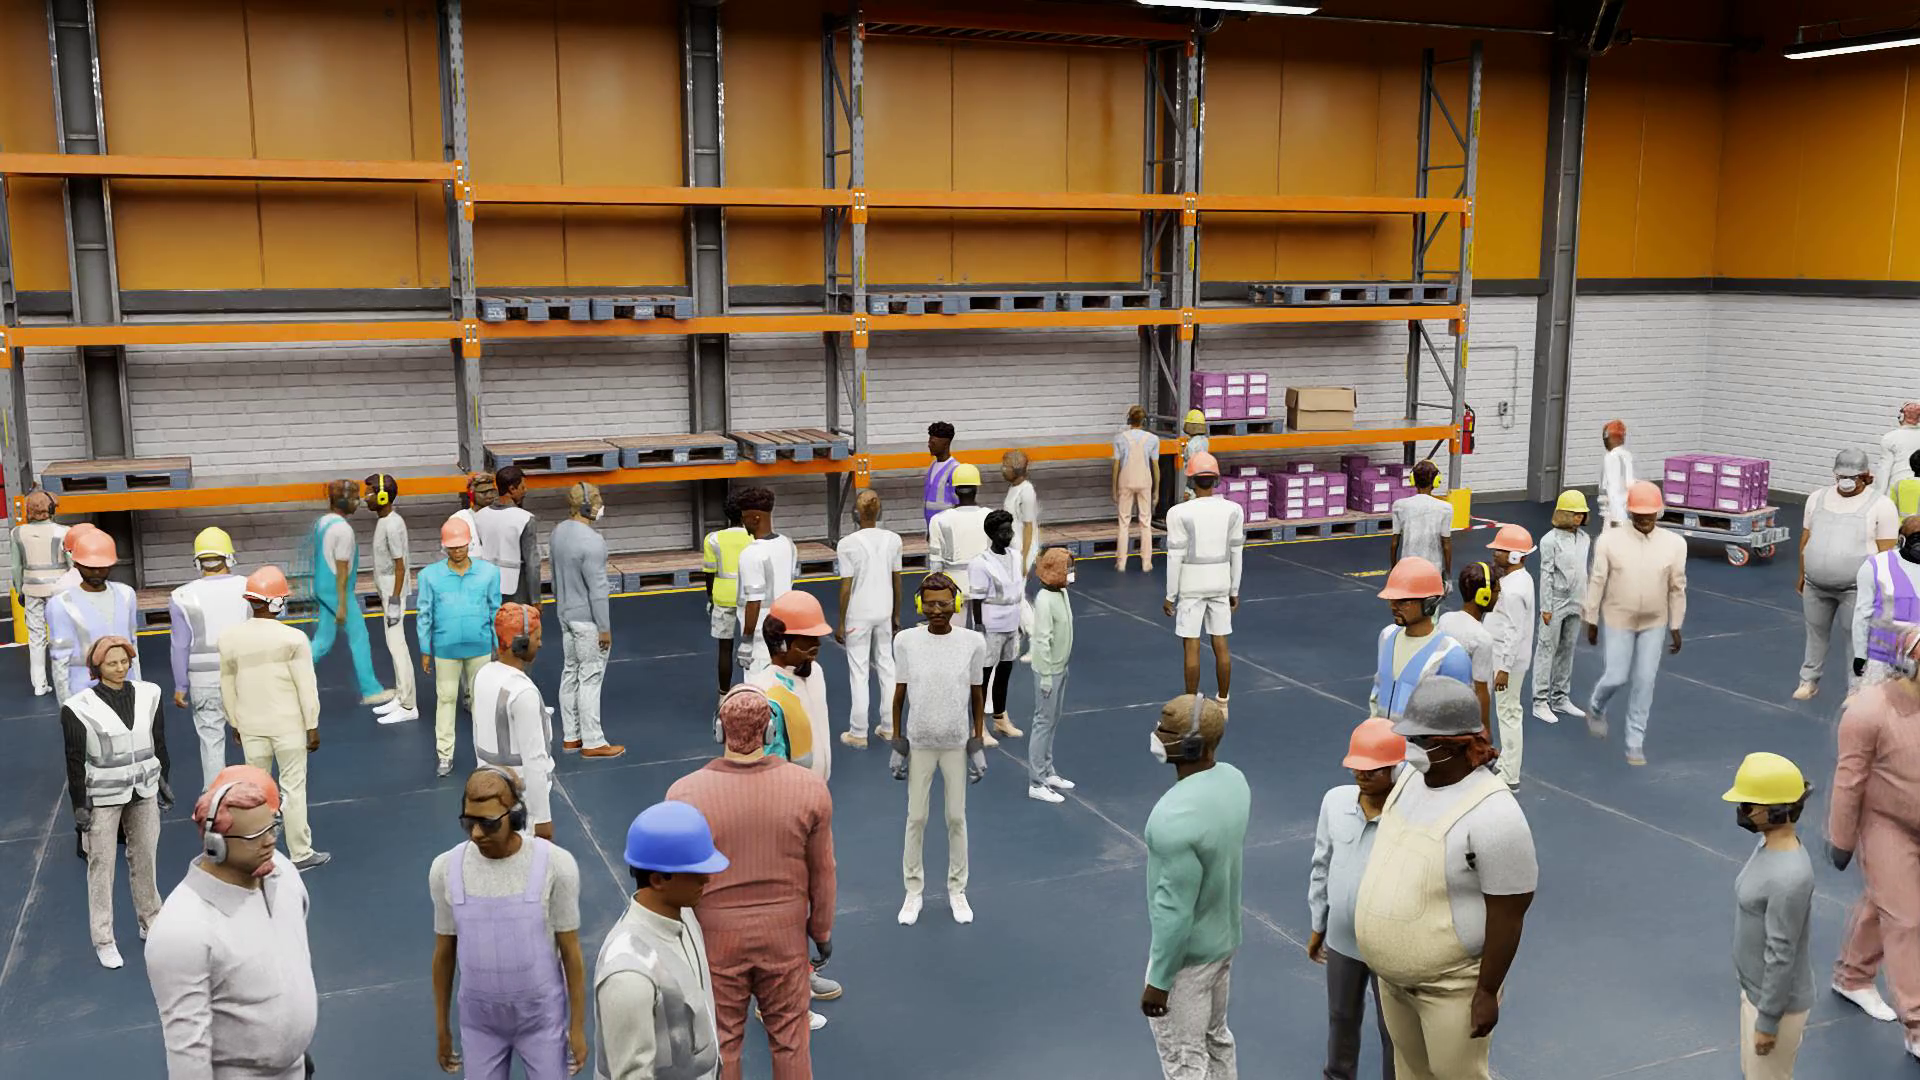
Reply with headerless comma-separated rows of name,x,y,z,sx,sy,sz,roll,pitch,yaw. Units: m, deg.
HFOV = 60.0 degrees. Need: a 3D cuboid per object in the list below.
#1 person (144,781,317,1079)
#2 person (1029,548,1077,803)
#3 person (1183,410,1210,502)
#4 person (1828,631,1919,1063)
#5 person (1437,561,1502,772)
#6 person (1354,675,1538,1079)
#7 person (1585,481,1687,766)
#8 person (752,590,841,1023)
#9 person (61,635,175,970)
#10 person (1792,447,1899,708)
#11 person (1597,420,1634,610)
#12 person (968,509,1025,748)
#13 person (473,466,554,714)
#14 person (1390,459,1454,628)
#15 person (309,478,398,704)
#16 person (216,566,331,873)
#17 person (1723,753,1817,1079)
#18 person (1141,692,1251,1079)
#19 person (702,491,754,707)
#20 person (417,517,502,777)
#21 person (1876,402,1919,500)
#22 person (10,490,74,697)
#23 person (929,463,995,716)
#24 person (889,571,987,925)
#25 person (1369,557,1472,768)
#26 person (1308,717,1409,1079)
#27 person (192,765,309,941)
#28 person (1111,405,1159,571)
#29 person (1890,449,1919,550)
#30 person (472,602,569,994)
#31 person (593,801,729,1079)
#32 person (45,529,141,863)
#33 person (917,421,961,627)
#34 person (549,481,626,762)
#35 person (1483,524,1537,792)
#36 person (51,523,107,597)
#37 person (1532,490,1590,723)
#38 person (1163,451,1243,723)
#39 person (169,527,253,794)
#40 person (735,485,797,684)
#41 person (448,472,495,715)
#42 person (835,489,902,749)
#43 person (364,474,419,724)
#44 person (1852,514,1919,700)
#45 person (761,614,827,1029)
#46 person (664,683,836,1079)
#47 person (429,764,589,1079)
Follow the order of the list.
person,-2.196,1.671,5.175,0.400,1.907,0.644,1,10,6
person,0.600,0.849,10.691,0.268,1.632,0.507,3,10,17
person,2.627,-0.595,18.696,0.296,1.745,0.485,5,11,27
person,4.240,1.323,7.283,0.658,1.860,0.954,-2,10,-14
person,2.744,1.030,9.022,0.341,1.857,0.521,-2,10,-11
person,1.668,1.472,5.930,0.536,2.000,0.688,-3,10,-17
person,4.653,0.547,11.506,0.620,1.971,0.607,2,10,9
person,-0.750,1.206,7.599,0.395,1.992,0.622,4,10,20
person,-4.153,1.272,8.237,0.308,1.641,0.514,6,12,32
person,6.779,0.275,12.828,0.535,2.000,0.682,-8,12,-38
person,6.454,-0.240,16.341,0.434,1.855,0.723,7,12,35
person,0.272,0.618,11.843,0.316,1.695,0.541,8,13,39
person,-3.384,0.400,12.477,0.590,1.913,0.398,5,11,28
person,3.698,0.282,13.323,0.509,1.860,0.334,6,11,30
person,-4.799,0.428,12.674,0.881,1.809,0.547,-9,13,-42
person,-3.869,1.014,9.397,0.571,1.751,0.329,2,10,9
person,2.855,1.615,5.933,0.345,1.758,0.532,4,10,20
person,0.837,1.497,6.077,0.364,1.939,0.636,6,11,29
person,-1.685,0.470,12.697,0.541,1.696,0.315,0,10,-2
person,-3.337,0.708,11.160,0.572,1.749,0.342,-4,11,-23
person,10.109,-0.527,17.839,0.646,1.908,0.408,-1,10,-4
person,-7.177,0.427,13.107,0.521,1.638,0.311,0,10,-2
person,0.048,0.385,12.533,0.590,1.923,0.383,-2,10,-12
person,-0.116,1.081,8.678,0.510,1.872,0.328,0,10,-3
person,2.189,1.089,8.132,0.373,2.043,0.615,-5,11,-25
person,1.580,1.532,6.410,0.561,1.753,0.330,9,13,43
person,-2.461,1.633,5.819,0.323,1.755,0.564,-10,14,-44
person,1.923,-0.566,18.255,0.523,1.843,0.324,0,10,1
person,8.871,-0.009,15.451,0.319,1.698,0.532,-3,10,-18
person,-2.078,1.221,7.821,0.339,1.885,0.584,-8,13,-38
person,-0.869,1.703,4.894,0.416,1.941,0.608,1,10,4
person,-4.944,0.886,9.616,0.375,1.932,0.549,5,11,27
person,-0.155,-0.116,15.298,0.368,1.966,0.603,-5,11,-26
person,-2.593,0.556,11.500,0.355,1.938,0.637,-8,13,-39
person,3.557,0.762,10.834,0.321,1.755,0.567,3,10,19
person,-5.663,0.757,10.877,0.327,1.752,0.563,-1,10,-4
person,4.535,0.487,12.465,0.485,1.744,0.294,-6,12,-31
person,1.786,0.361,12.336,0.609,2.040,0.402,-3,10,-16
person,-4.543,0.829,10.251,0.603,1.825,0.404,-8,13,-38
person,-1.312,0.608,11.128,0.361,1.962,0.613,4,11,20
person,-3.646,0.396,12.687,0.388,1.847,0.563,6,12,31
person,-0.648,0.556,11.770,0.515,1.844,0.333,-6,12,-32
person,-4.260,0.432,12.418,0.312,1.869,0.537,-4,11,-23
person,6.064,0.747,10.684,0.619,1.845,0.430,2,10,10
person,-0.805,1.247,7.582,0.392,1.919,0.590,0,10,-1
person,-0.795,1.477,6.287,0.653,1.906,0.408,-2,10,-14
person,-1.514,1.630,5.625,0.524,1.833,0.339,0,10,1
